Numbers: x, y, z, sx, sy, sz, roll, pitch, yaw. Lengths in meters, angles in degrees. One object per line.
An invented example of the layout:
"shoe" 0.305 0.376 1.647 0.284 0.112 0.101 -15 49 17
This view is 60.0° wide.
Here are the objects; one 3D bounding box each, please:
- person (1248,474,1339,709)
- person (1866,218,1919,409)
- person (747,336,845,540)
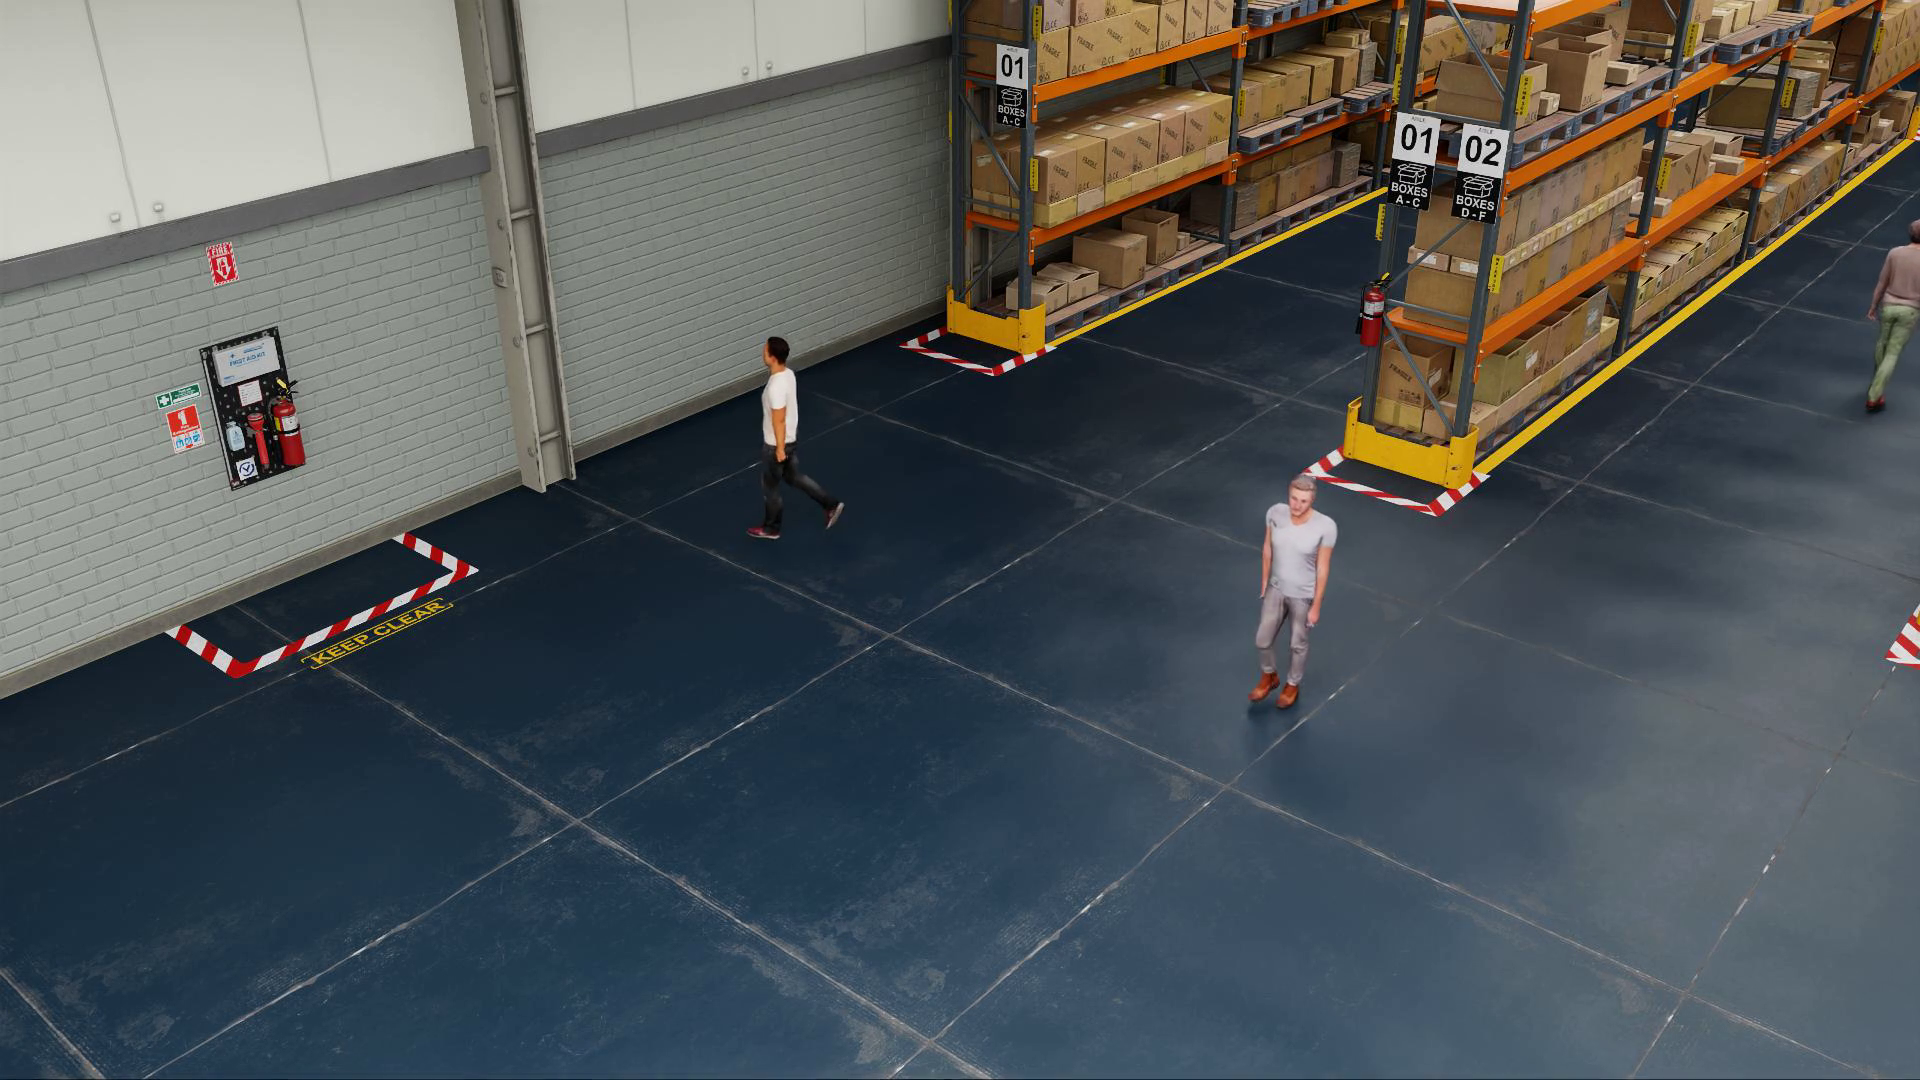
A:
"person" 2.365 0.325 11.539 0.708 1.807 0.650 18 33 31
"person" 9.118 -2.162 16.189 0.750 1.826 1.248 25 37 39
"person" -1.383 -0.814 13.703 1.066 1.783 1.099 3 28 5
